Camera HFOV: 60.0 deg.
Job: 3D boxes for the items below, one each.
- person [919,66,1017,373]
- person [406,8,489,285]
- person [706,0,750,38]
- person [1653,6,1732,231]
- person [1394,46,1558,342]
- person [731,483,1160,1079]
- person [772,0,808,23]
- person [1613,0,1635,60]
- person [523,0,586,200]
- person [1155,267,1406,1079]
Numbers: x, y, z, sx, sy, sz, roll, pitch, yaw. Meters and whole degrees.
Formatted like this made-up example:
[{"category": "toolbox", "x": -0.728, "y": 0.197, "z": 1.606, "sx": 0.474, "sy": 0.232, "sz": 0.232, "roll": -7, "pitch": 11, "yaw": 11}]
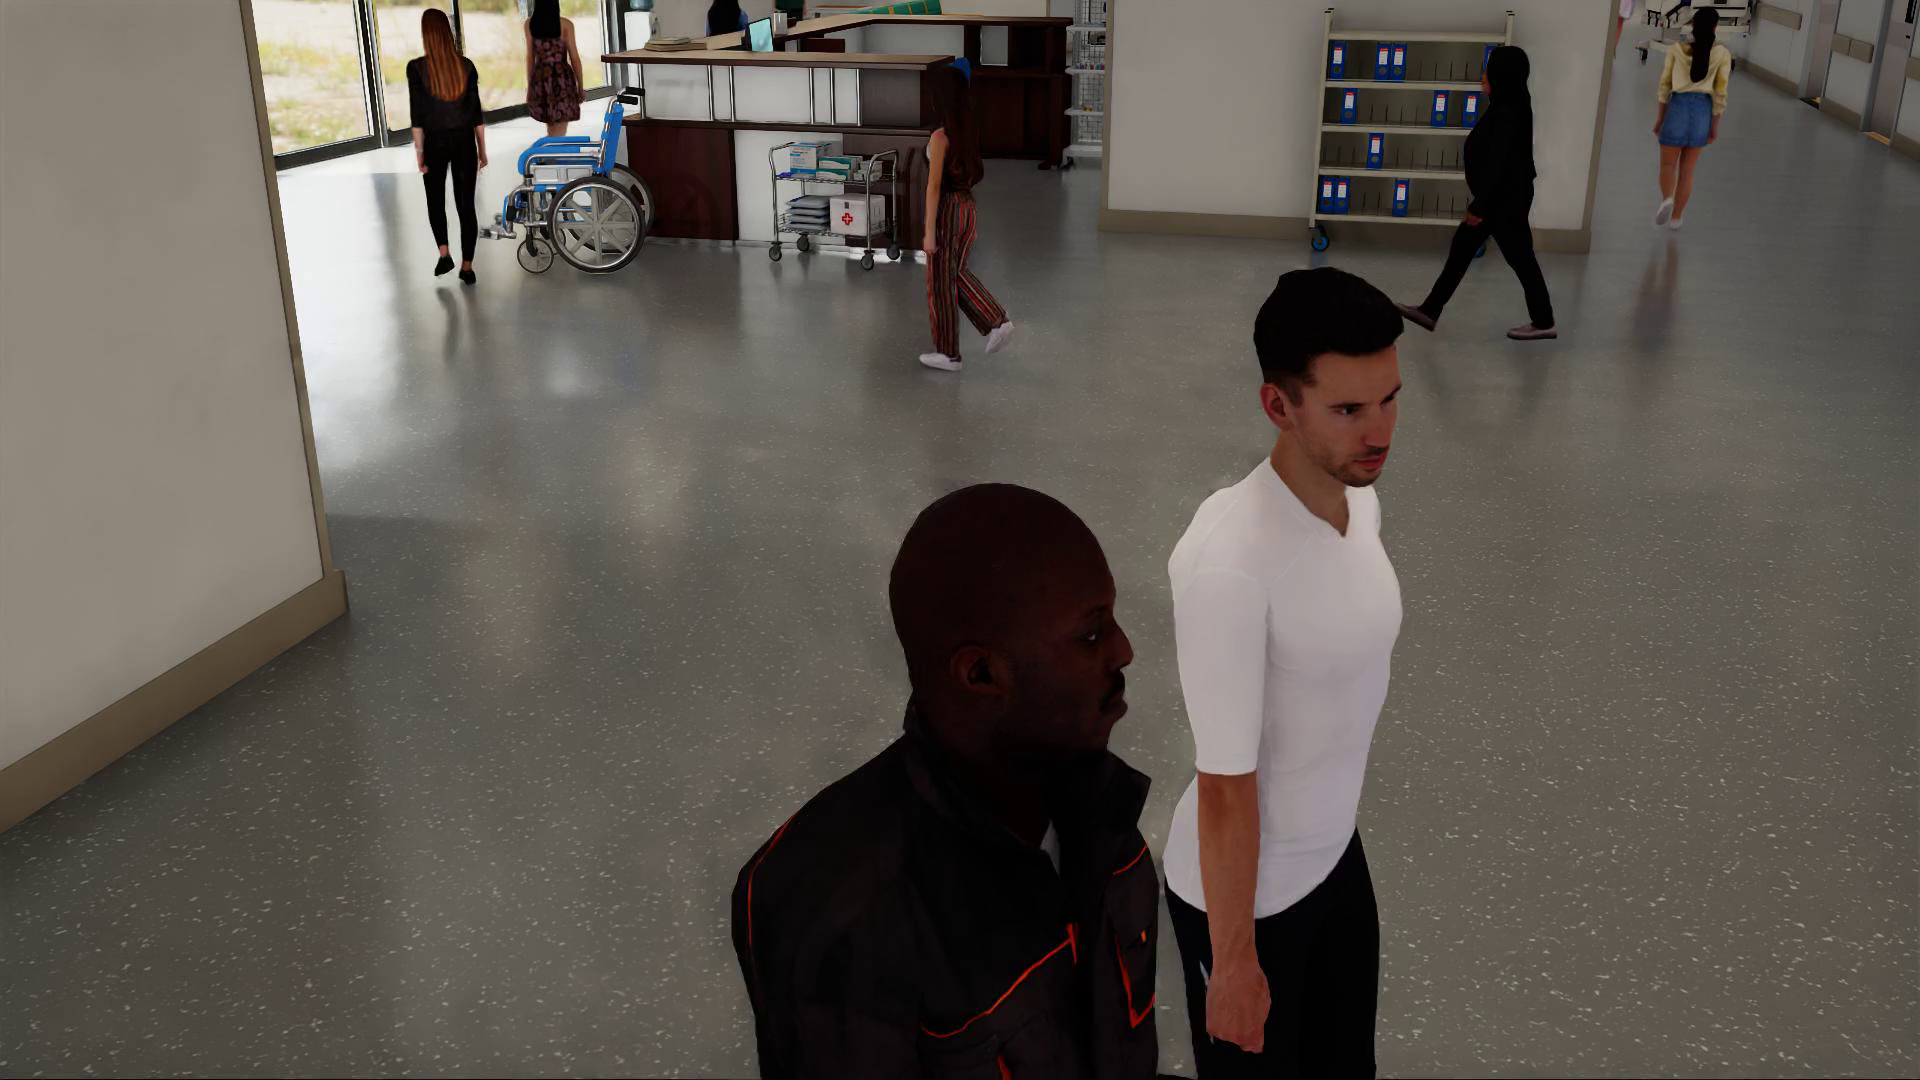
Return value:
[{"category": "person", "x": 0.028, "y": -1.624, "z": 8.522, "sx": 0.825, "sy": 1.556, "sz": 0.660, "roll": 12, "pitch": 24, "yaw": 28}, {"category": "person", "x": -3.214, "y": -2.464, "z": 10.535, "sx": 0.693, "sy": 1.700, "sz": 0.777, "roll": -8, "pitch": 22, "yaw": -20}, {"category": "person", "x": -2.174, "y": -4.269, "z": 15.352, "sx": 1.158, "sy": 1.664, "sz": 0.824, "roll": 9, "pitch": 23, "yaw": 23}, {"category": "person", "x": 5.361, "y": -3.080, "z": 12.275, "sx": 0.828, "sy": 1.619, "sz": 0.748, "roll": 8, "pitch": 22, "yaw": 20}, {"category": "person", "x": 3.019, "y": -1.819, "z": 9.020, "sx": 1.111, "sy": 1.566, "sz": 0.679, "roll": 5, "pitch": 21, "yaw": 12}, {"category": "person", "x": -0.069, "y": 0.780, "z": 1.804, "sx": 0.806, "sy": 1.817, "sz": 0.814, "roll": 13, "pitch": 24, "yaw": 31}, {"category": "person", "x": -2.488, "y": -7.748, "z": 24.346, "sx": 1.174, "sy": 1.799, "sz": 0.923, "roll": 0, "pitch": 21, "yaw": 0}, {"category": "person", "x": 10.635, "y": -8.711, "z": 26.885, "sx": 0.950, "sy": 1.802, "sz": 0.776, "roll": 3, "pitch": 21, "yaw": 8}, {"category": "person", "x": -3.303, "y": -3.590, "z": 13.431, "sx": 0.755, "sy": 1.755, "sz": 0.781, "roll": 1, "pitch": 21, "yaw": 3}, {"category": "person", "x": 0.400, "y": 0.486, "z": 2.559, "sx": 1.107, "sy": 1.832, "sz": 0.923, "roll": 14, "pitch": 25, "yaw": 32}]
